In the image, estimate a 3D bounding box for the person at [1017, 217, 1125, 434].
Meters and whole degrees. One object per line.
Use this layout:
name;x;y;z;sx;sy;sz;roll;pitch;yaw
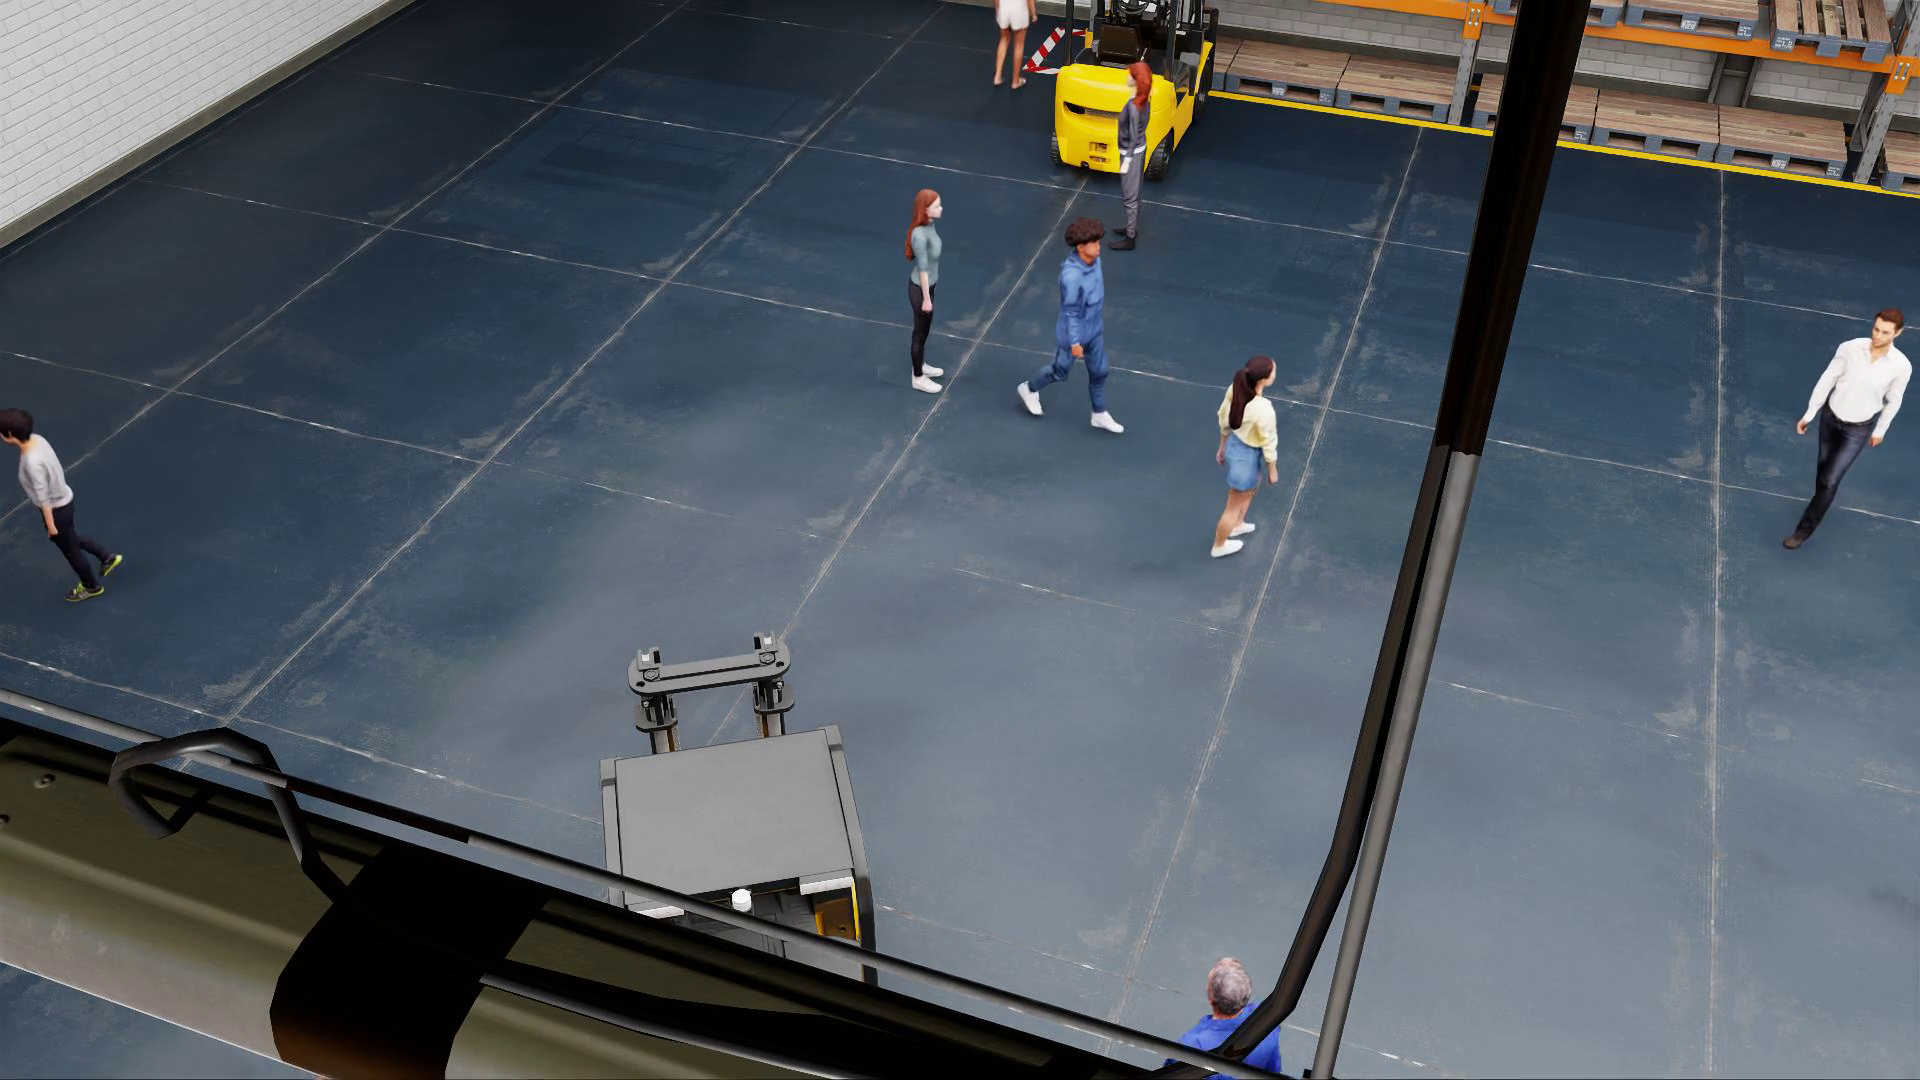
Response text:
person;0.840;-1.646;12.807;1.213;1.780;0.895;26;45;29

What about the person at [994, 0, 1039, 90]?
person;0.552;-5.642;17.885;0.611;1.687;0.701;20;43;23

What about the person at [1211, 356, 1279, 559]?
person;1.905;-0.543;11.558;0.850;1.616;0.793;-14;41;-17

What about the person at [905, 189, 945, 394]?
person;-0.284;-2.001;13.281;0.605;1.742;0.640;3;39;4

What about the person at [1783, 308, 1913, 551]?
person;6.306;-0.861;11.782;1.062;1.832;1.177;-30;48;-32

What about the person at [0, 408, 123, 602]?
person;-6.033;-0.254;11.258;0.788;1.537;0.727;-14;41;-17

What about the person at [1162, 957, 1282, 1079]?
person;1.197;2.618;7.460;1.182;1.790;1.260;-18;42;-21

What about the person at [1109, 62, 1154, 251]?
person;1.569;-3.498;15.125;0.527;1.780;0.596;9;39;11
